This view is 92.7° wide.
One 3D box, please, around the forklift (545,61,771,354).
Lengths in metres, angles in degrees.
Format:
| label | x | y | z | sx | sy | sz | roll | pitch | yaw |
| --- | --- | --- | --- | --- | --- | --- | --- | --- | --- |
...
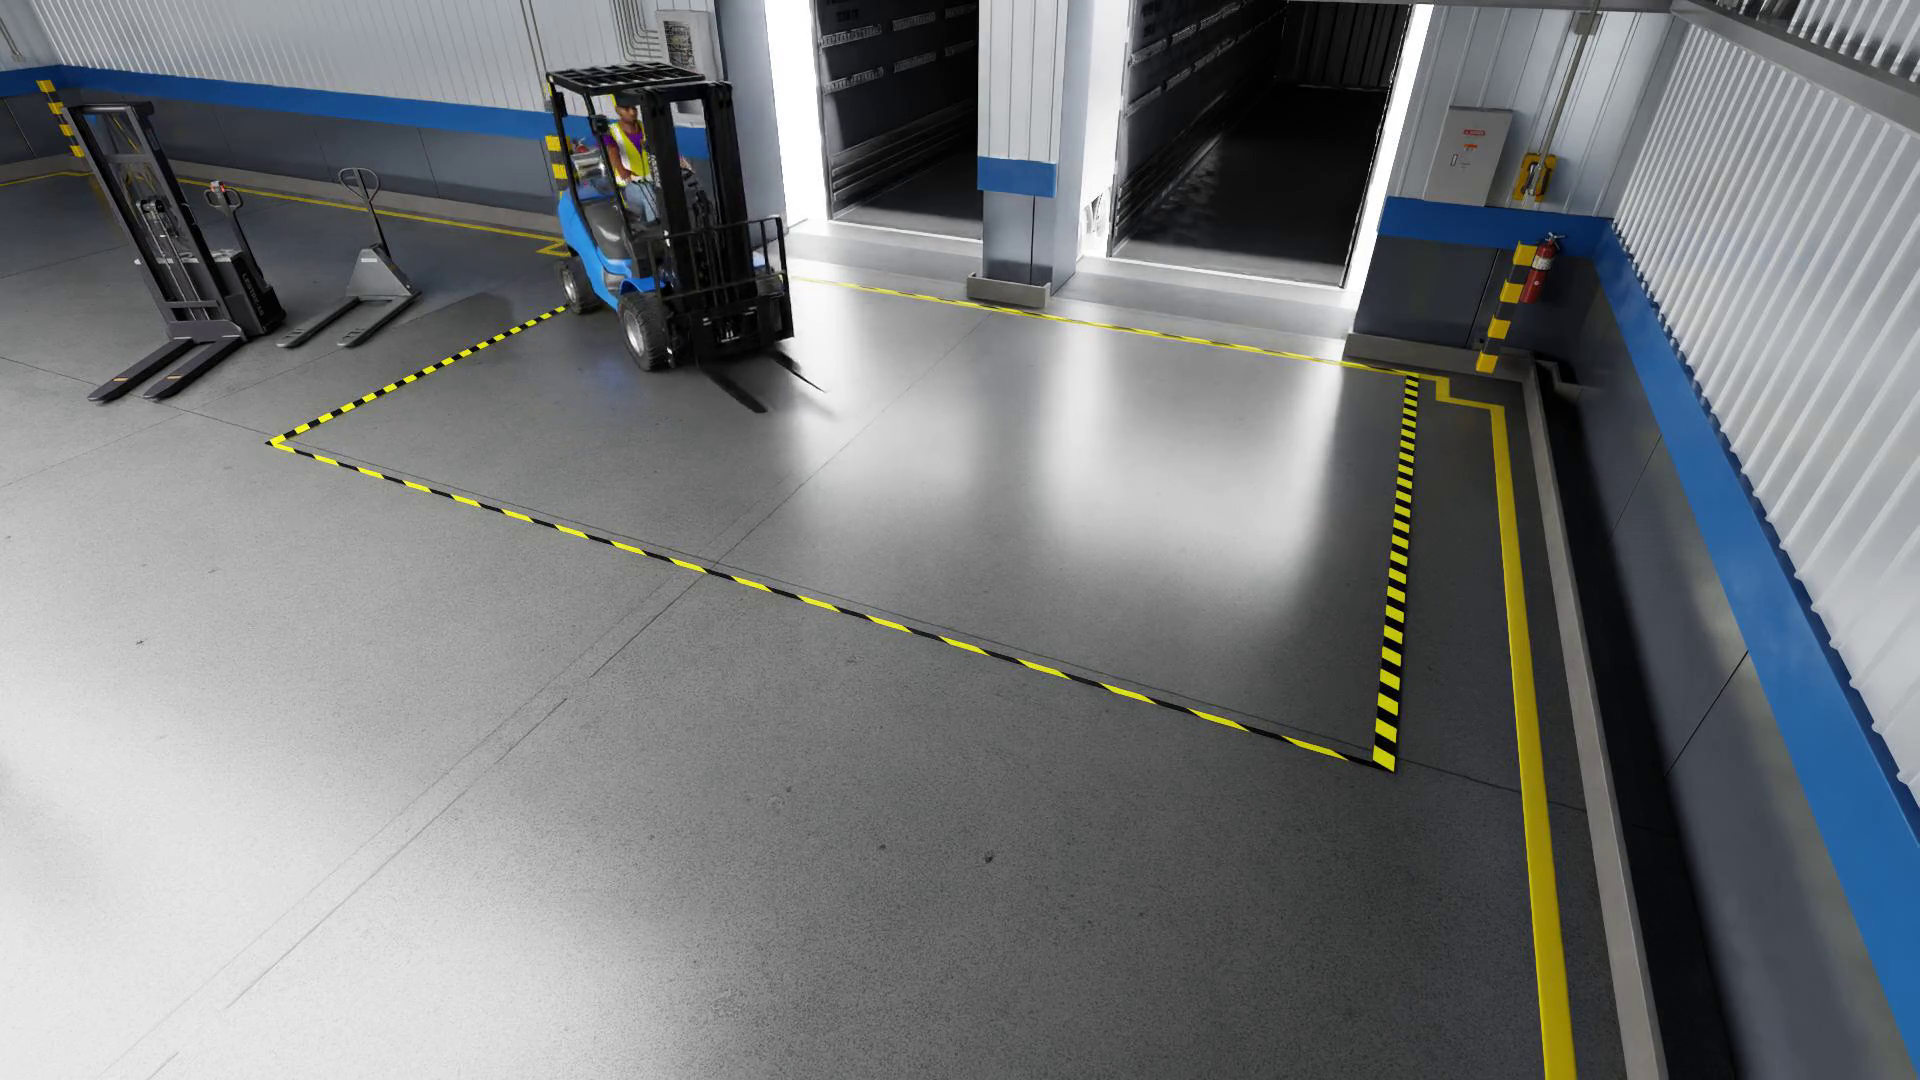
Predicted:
| label | x | y | z | sx | sy | sz | roll | pitch | yaw |
| --- | --- | --- | --- | --- | --- | --- | --- | --- | --- |
| forklift | -2.673 | -2.984 | 7.977 | 1.157 | 2.036 | 2.680 | -23 | 41 | -30 |

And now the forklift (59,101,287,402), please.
| label | x | y | z | sx | sy | sz | roll | pitch | yaw |
| --- | --- | --- | --- | --- | --- | --- | --- | --- | --- |
| forklift | -6.686 | -2.387 | 7.434 | 0.823 | 1.965 | 1.885 | -3 | 35 | -5 |

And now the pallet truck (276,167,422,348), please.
| label | x | y | z | sx | sy | sz | roll | pitch | yaw |
| --- | --- | --- | --- | --- | --- | --- | --- | --- | --- |
| pallet truck | -5.732 | -2.611 | 8.414 | 0.680 | 1.201 | 1.601 | -1 | 35 | -1 |

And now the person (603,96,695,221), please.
| label | x | y | z | sx | sy | sz | roll | pitch | yaw |
| --- | --- | --- | --- | --- | --- | --- | --- | --- | --- |
| person | -2.643 | -3.107 | 7.827 | 0.635 | 1.294 | 1.004 | -23 | 41 | -30 |
